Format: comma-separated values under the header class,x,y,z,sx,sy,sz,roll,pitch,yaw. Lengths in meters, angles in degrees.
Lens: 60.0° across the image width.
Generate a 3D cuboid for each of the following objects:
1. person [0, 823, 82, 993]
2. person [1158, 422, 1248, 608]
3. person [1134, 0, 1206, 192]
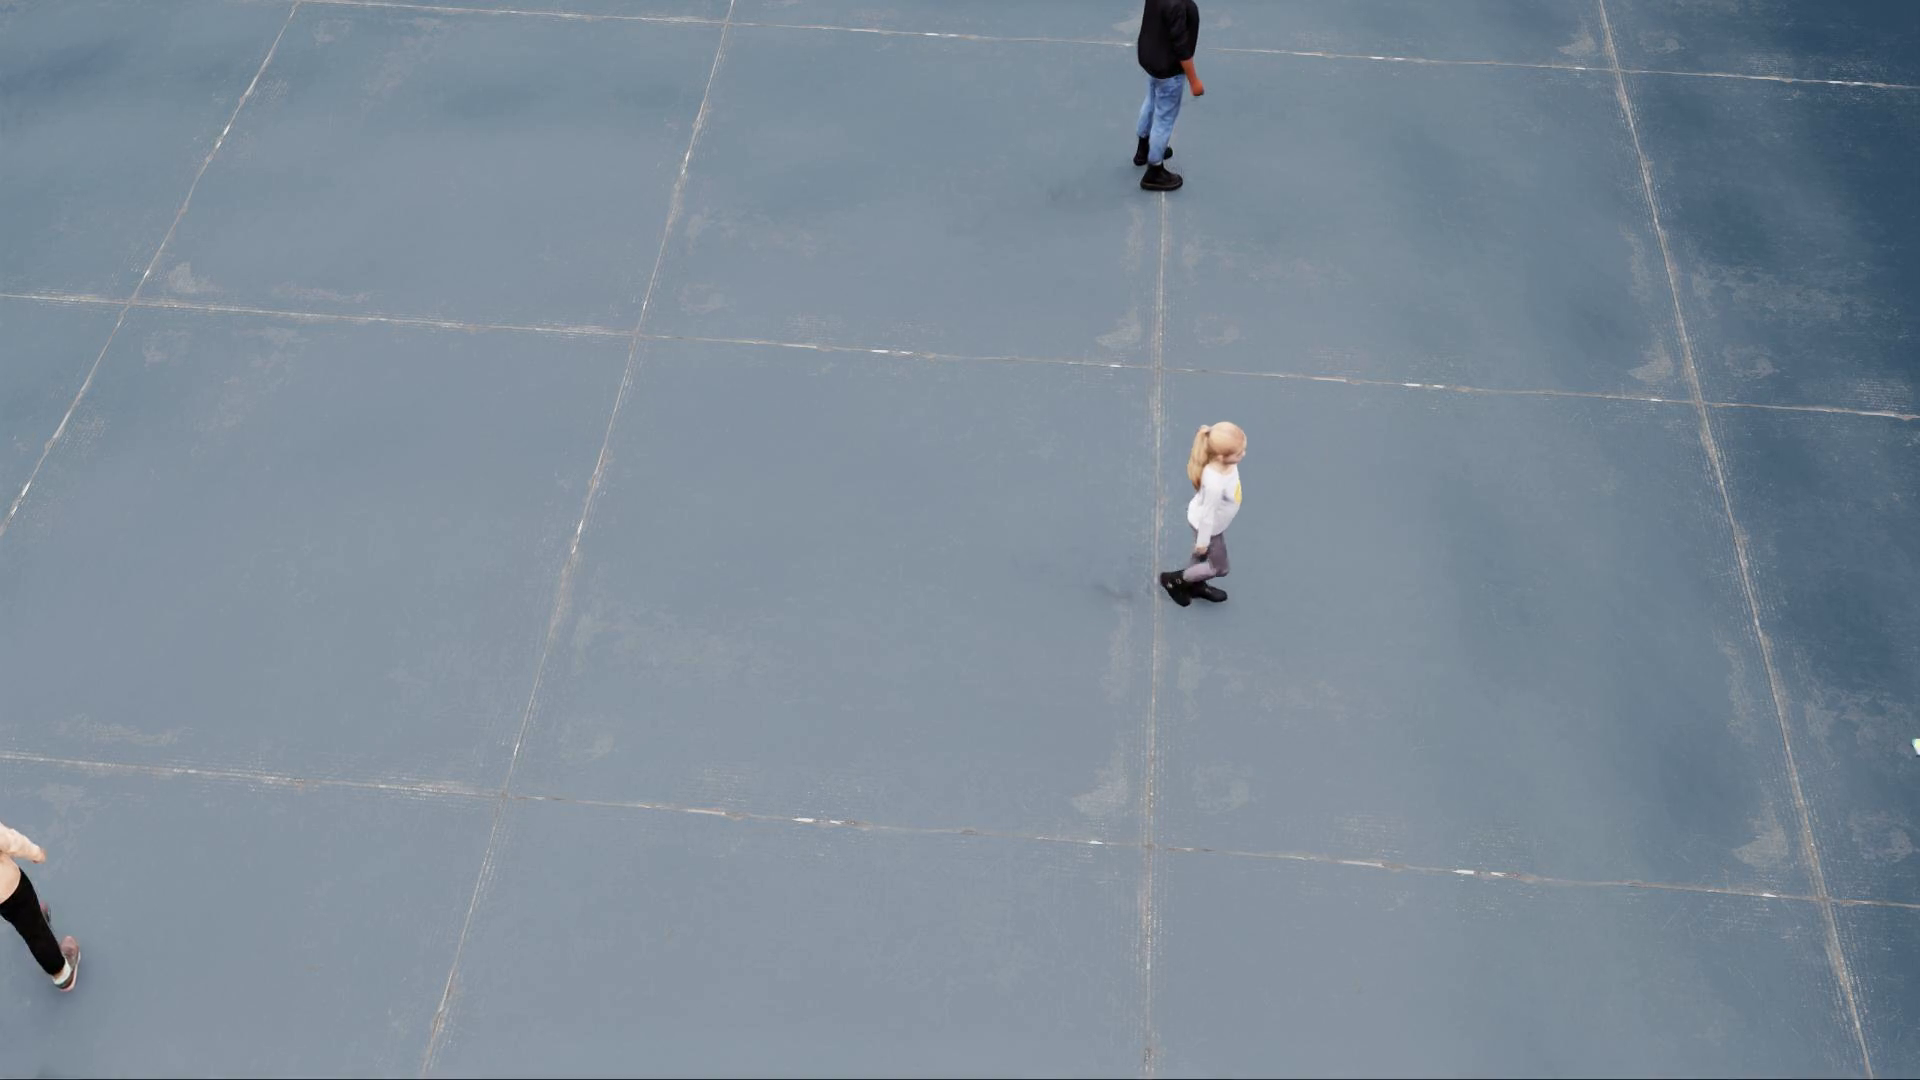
class,x,y,z,sx,sy,sz,roll,pitch,yaw
person,-3.877,1.425,6.600,0.706,1.471,0.757,-12,53,-9
person,1.131,-0.111,7.915,0.597,1.273,0.533,10,53,8
person,1.153,-2.741,9.683,0.701,1.697,0.690,-14,54,-10
